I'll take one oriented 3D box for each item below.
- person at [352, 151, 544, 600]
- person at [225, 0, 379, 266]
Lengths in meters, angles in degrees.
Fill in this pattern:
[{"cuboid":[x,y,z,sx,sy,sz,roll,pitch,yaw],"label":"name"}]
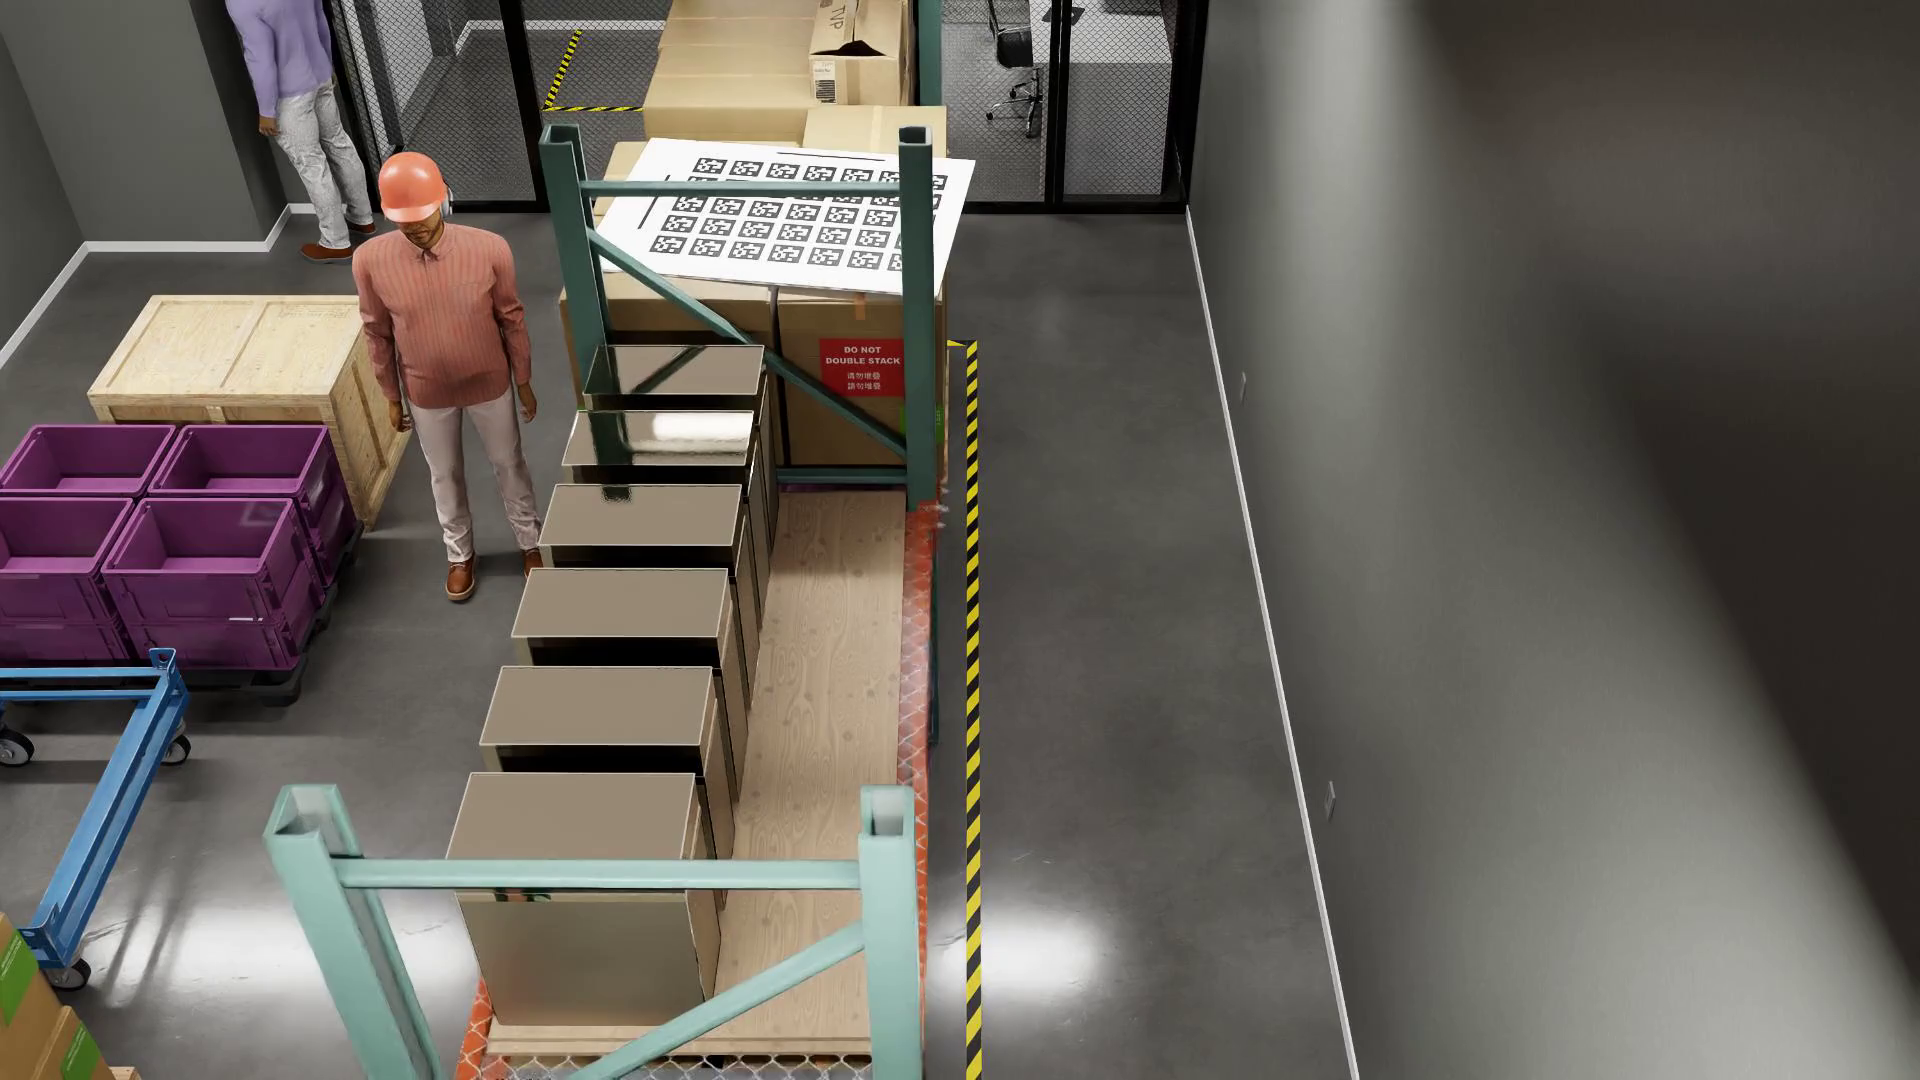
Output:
[{"cuboid":[-1.977,-0.620,6.553,0.610,1.995,0.375,-10,42,-11],"label":"person"},{"cuboid":[-3.414,-2.337,8.558,0.353,1.937,0.635,11,42,12],"label":"person"}]
